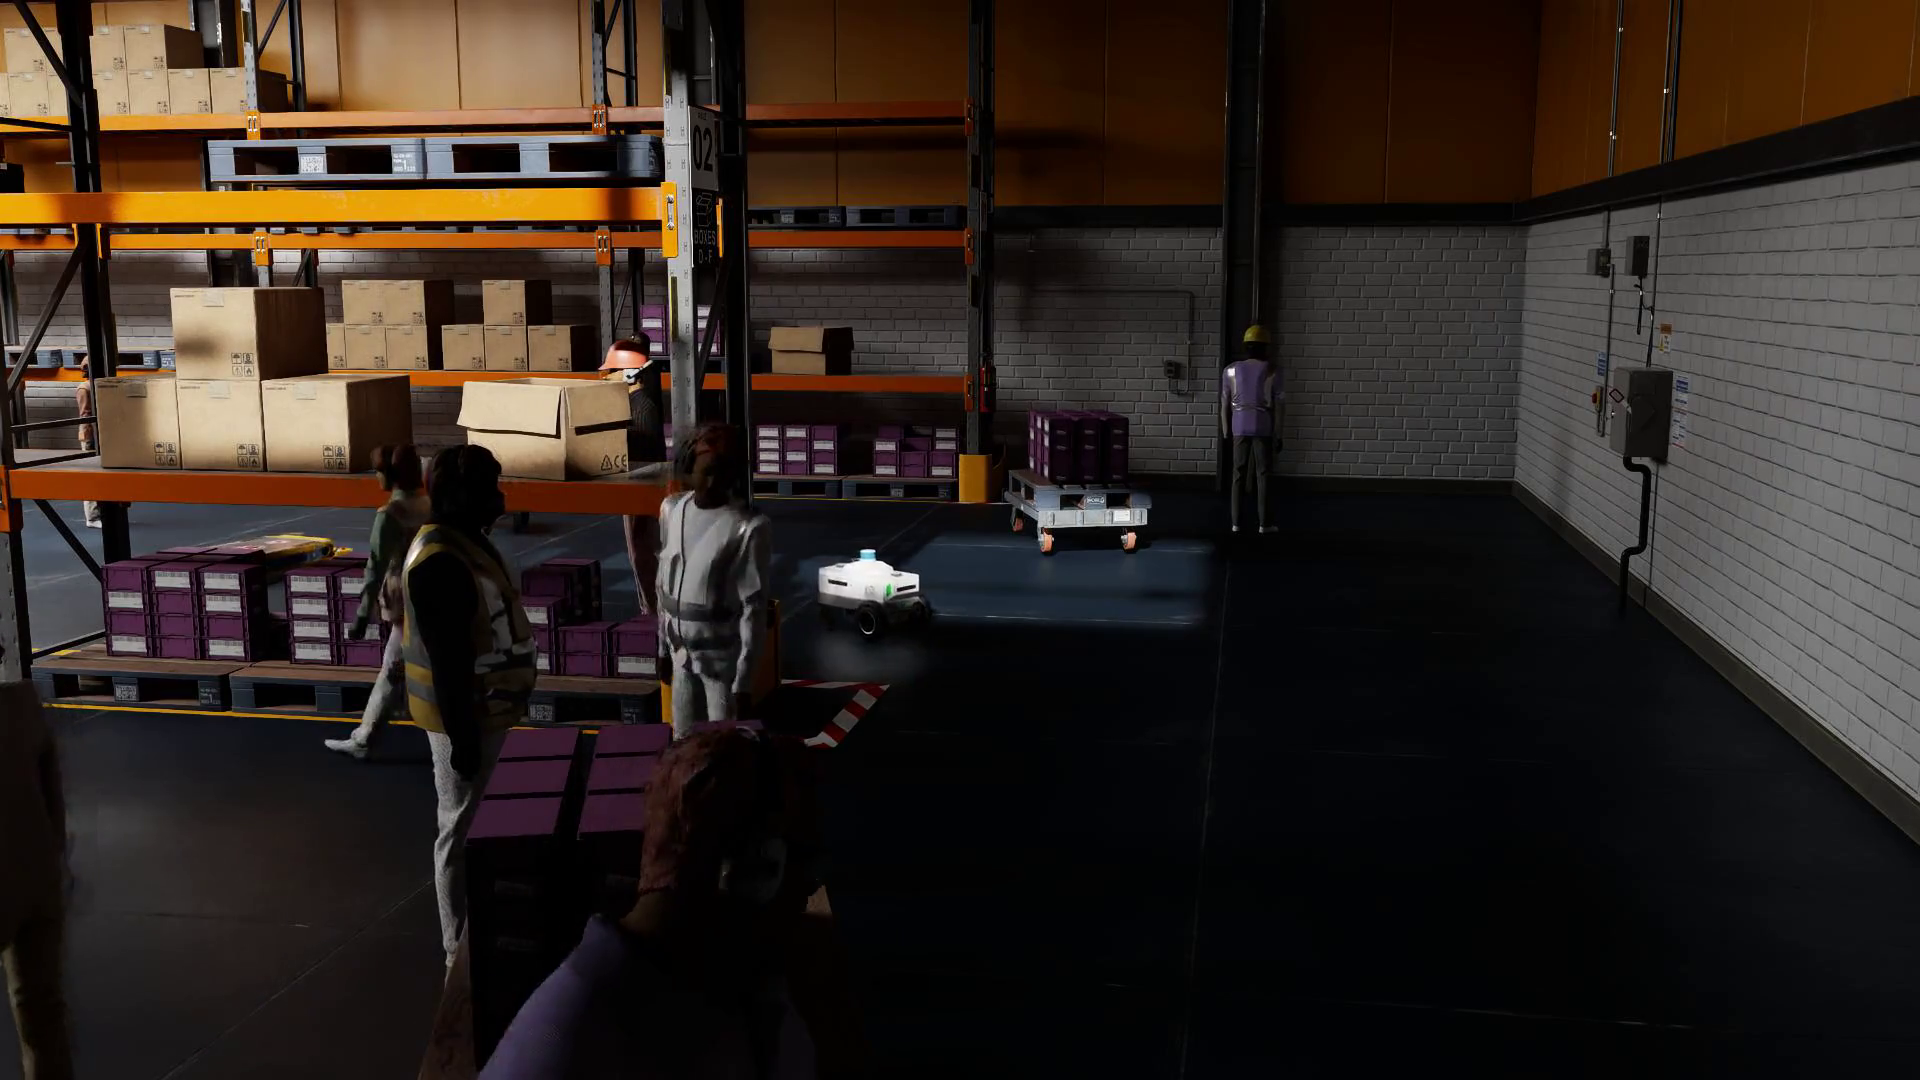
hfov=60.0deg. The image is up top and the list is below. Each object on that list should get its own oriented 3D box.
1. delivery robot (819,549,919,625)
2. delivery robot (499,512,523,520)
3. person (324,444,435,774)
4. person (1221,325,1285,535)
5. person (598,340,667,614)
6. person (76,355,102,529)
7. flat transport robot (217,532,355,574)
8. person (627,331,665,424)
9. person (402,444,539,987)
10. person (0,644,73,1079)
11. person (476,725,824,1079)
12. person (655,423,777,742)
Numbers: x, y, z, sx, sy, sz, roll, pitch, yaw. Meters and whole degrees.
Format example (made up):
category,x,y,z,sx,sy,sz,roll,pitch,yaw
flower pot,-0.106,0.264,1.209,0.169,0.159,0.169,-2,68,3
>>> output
category,x,y,z,sx,sy,sz,roll,pitch,yaw
delivery robot,-0.611,0.307,11.088,0.707,0.478,0.477,8,12,41
delivery robot,-4.279,-0.409,15.526,0.477,0.478,0.707,-3,10,-18
person,-2.674,0.338,7.957,0.858,1.591,0.526,1,9,4
person,2.693,-1.007,15.296,0.589,1.924,0.383,4,10,24
person,-2.010,-0.235,10.284,0.396,1.992,0.623,-3,9,-15
person,-8.143,-0.933,15.710,0.315,1.641,0.514,-1,9,-5
flat transport robot,-5.601,0.142,13.279,0.652,0.197,1.431,4,10,23
person,-3.039,-1.090,16.073,0.343,1.840,0.507,1,9,6
person,-1.640,0.592,5.624,0.429,1.842,0.633,-2,9,-10
person,-2.430,0.940,4.198,0.367,1.616,0.560,2,9,13
person,-0.386,1.171,1.970,0.415,1.873,0.803,4,10,22
person,-0.998,0.465,6.420,0.747,1.856,0.340,8,12,41
